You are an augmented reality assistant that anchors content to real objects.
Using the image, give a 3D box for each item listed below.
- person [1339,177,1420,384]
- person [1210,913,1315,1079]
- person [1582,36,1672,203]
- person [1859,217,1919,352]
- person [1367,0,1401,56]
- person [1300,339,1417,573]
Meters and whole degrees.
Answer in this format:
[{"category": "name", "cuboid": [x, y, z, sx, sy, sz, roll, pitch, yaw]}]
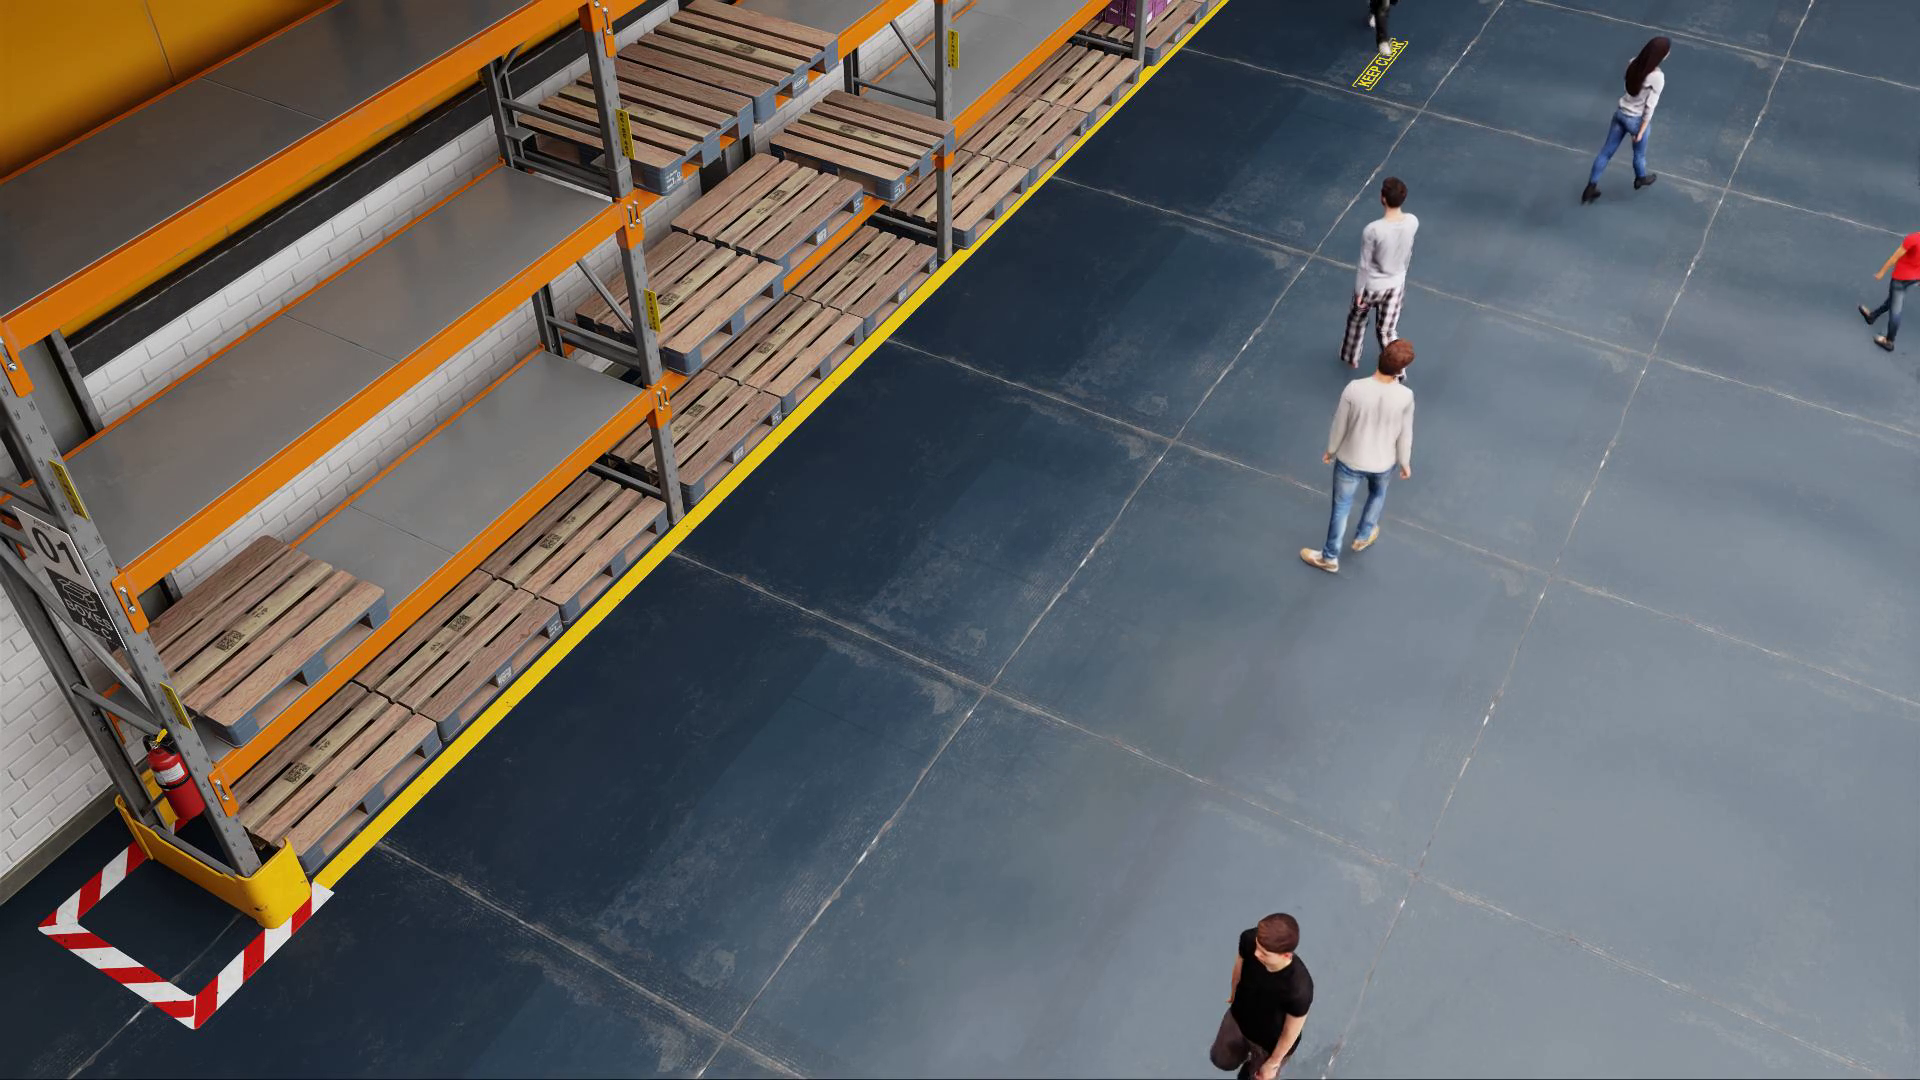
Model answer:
[{"category": "person", "cuboid": [3.346, -1.949, 13.036, 1.037, 1.818, 1.133, -8, 44, -9]}, {"category": "person", "cuboid": [1.610, 2.418, 8.431, 0.916, 1.847, 0.819, -26, 49, -25]}, {"category": "person", "cuboid": [6.036, -3.790, 15.135, 1.112, 1.587, 0.957, -20, 47, -20]}, {"category": "person", "cuboid": [7.781, -2.116, 13.591, 0.782, 1.294, 0.842, -10, 45, -11]}, {"category": "person", "cuboid": [4.502, -6.054, 17.363, 1.046, 1.794, 1.117, -8, 44, -9]}, {"category": "person", "cuboid": [2.811, -0.523, 11.505, 0.919, 1.865, 0.899, 1, 44, 1]}]
